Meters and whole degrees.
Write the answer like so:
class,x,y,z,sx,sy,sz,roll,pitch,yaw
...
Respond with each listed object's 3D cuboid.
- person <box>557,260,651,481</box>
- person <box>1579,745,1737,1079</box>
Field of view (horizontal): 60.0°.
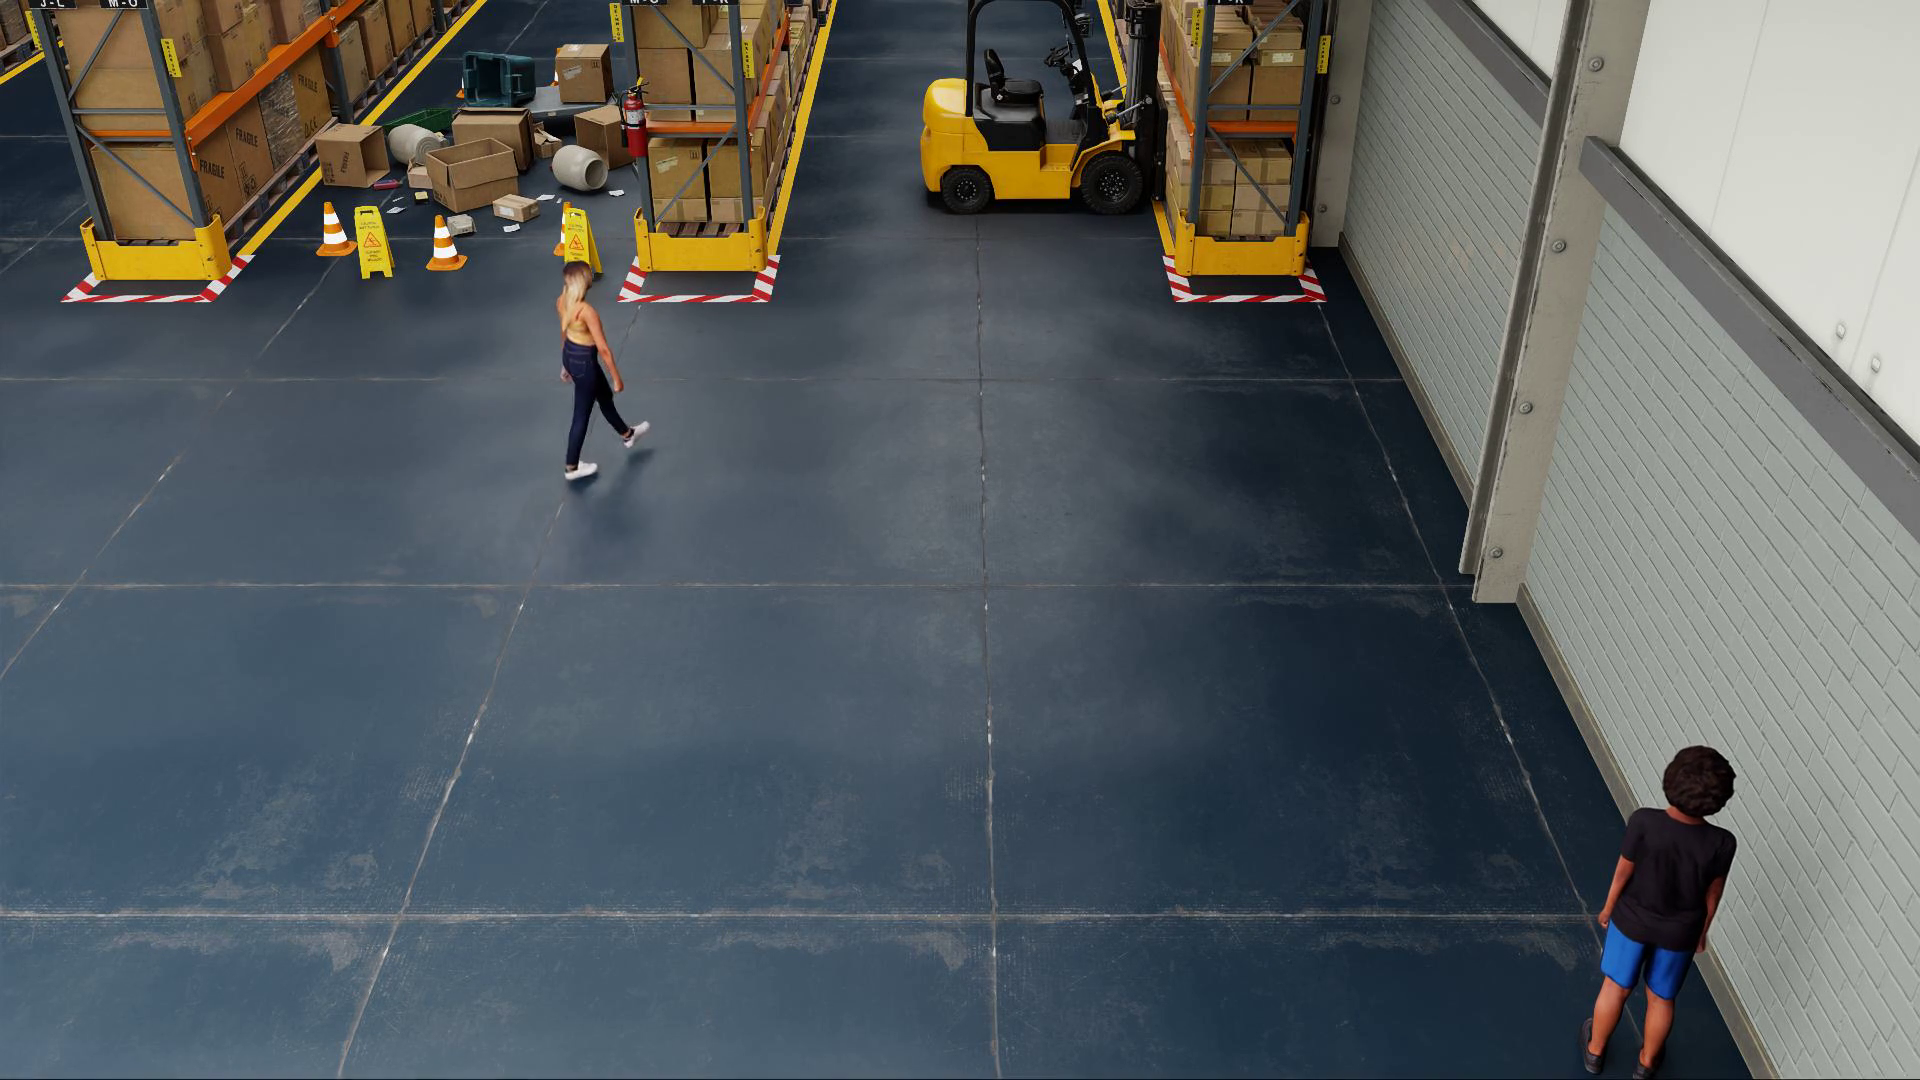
class,x,y,z,sx,sy,sz,roll,pitch,yaw
person,-2.724,-1.165,11.755,1.083,1.597,1.039,-27,41,-36
person,2.994,1.628,7.139,0.673,1.799,0.679,12,34,19
